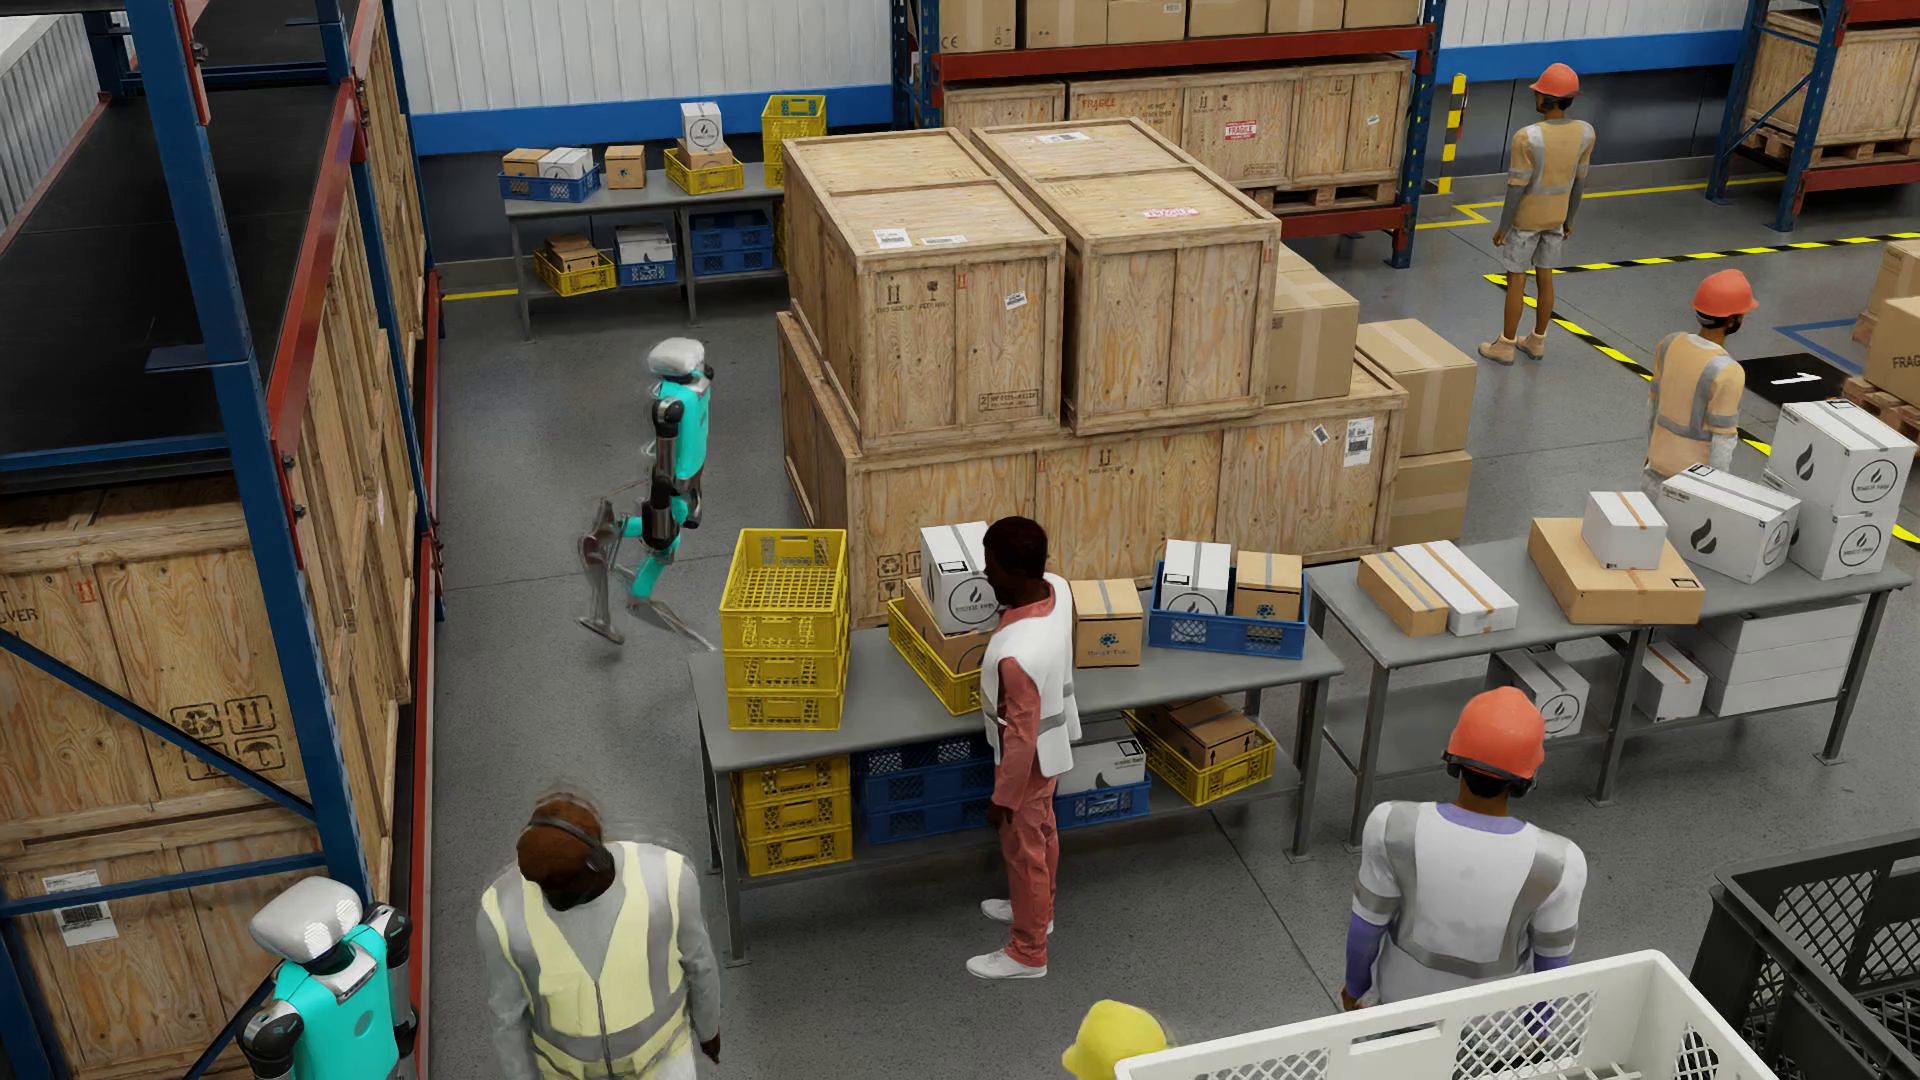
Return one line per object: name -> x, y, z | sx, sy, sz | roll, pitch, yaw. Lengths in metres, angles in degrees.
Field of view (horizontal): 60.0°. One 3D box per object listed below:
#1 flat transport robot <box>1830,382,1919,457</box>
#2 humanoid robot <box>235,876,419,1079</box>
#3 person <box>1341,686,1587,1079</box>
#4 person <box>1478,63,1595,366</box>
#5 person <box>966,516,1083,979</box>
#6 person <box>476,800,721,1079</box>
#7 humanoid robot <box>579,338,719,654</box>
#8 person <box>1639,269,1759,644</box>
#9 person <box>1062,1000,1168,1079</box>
flat transport robot -> 6.141, -0.641, 10.252 | 0.652, 0.197, 1.431 | -7, 30, -13
humanoid robot -> -1.827, 1.583, 4.583 | 0.735, 1.676, 0.533 | 12, 31, 21
person -> 1.437, 1.314, 4.895 | 0.611, 2.041, 0.391 | 10, 30, 17
person -> 3.888, -2.179, 11.233 | 0.613, 2.044, 0.368 | -10, 30, -17
person -> 0.235, 0.768, 6.018 | 0.393, 1.915, 0.589 | 6, 29, 11
person -> -1.009, 1.487, 4.828 | 0.650, 1.809, 0.452 | -5, 29, -9
humanoid robot -> -1.593, -0.138, 7.907 | 1.018, 1.774, 0.532 | 5, 29, 10
person -> 3.529, -0.380, 8.073 | 0.351, 1.942, 0.544 | -9, 30, -16
person -> 0.351, 1.873, 4.198 | 0.565, 1.734, 0.550 | 3, 29, 5
